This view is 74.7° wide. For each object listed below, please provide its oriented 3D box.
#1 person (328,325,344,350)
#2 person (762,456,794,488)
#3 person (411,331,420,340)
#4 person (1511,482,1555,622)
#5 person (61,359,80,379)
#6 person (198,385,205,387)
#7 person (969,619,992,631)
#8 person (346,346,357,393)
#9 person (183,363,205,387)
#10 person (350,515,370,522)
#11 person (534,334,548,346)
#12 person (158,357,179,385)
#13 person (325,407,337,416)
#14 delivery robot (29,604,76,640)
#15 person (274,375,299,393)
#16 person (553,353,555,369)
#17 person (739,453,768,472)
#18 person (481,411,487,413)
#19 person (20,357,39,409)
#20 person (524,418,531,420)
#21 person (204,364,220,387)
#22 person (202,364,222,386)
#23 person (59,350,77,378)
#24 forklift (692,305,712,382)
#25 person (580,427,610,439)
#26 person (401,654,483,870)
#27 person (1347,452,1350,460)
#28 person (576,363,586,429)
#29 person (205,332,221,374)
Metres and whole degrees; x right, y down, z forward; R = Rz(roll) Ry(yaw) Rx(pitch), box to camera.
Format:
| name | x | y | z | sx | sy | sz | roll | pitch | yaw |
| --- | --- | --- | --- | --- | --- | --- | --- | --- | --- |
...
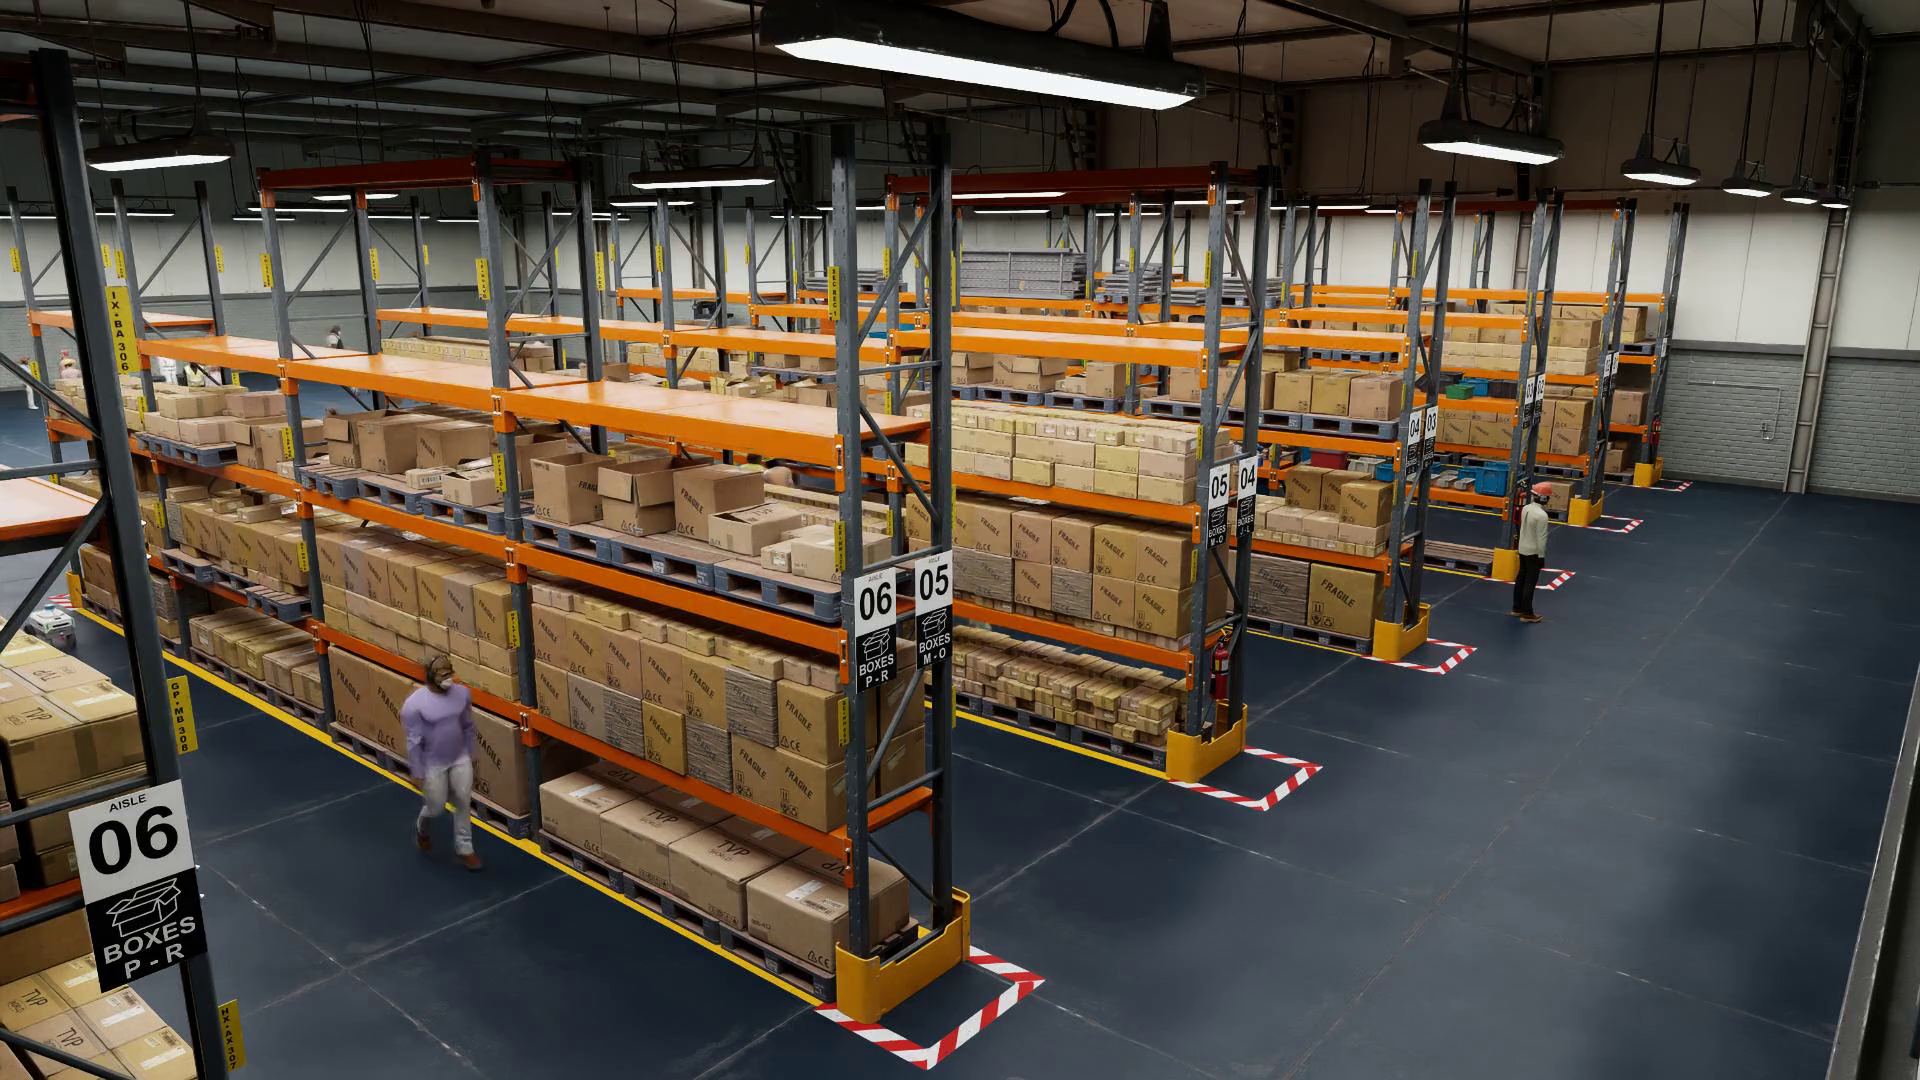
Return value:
| name | x | y | z | sx | sy | sz | roll | pitch | yaw |
| --- | --- | --- | --- | --- | --- | --- | --- | --- | --- |
| person | -24.200 | -7.304 | 48.513 | 1.025 | 2.000 | 0.693 | -2 | 14 | -10 |
| person | -3.021 | -0.584 | 21.115 | 0.652 | 1.889 | 0.570 | -9 | 17 | -34 |
| person | -21.707 | -7.543 | 50.331 | 0.499 | 1.594 | 0.846 | 1 | 14 | 5 |
| person | 8.132 | 0.158 | 17.843 | 0.406 | 1.987 | 0.615 | 0 | 14 | -1 |
| person | -26.665 | -4.557 | 37.764 | 0.880 | 1.718 | 0.552 | 7 | 16 | 28 |
| person | -19.035 | -3.070 | 31.784 | 0.563 | 1.691 | 0.449 | -1 | 14 | -5 |
| person | 0.371 | 0.500 | 16.780 | 0.646 | 1.806 | 0.884 | -11 | 17 | -38 |
| person | -20.873 | -5.833 | 43.256 | 0.498 | 1.616 | 0.466 | -11 | 18 | -39 |
| person | -22.634 | -4.509 | 37.389 | 0.649 | 1.811 | 0.775 | -10 | 17 | -35 |
| person | -11.383 | -1.240 | 23.676 | 0.403 | 1.943 | 0.616 | -8 | 16 | -31 |
| person | -15.340 | -6.705 | 46.452 | 0.765 | 1.799 | 0.588 | 7 | 15 | 28 |
| person | -25.988 | -5.491 | 41.320 | 0.552 | 1.868 | 0.584 | 5 | 15 | 20 |
| person | -13.996 | -2.168 | 28.174 | 0.518 | 1.622 | 0.511 | 7 | 15 | 27 |
| delivery robot | -12.143 | 1.101 | 16.838 | 0.707 | 0.478 | 0.477 | 11 | 17 | 37 |
| person | -23.422 | -5.951 | 43.625 | 0.737 | 1.672 | 0.534 | -2 | 14 | -9 |
| person | -11.766 | -4.474 | 36.797 | 0.390 | 2.034 | 0.605 | -3 | 14 | -12 |
| person | -3.537 | -0.658 | 21.618 | 0.657 | 1.802 | 0.799 | 1 | 14 | 4 |
| person | -12.242 | -3.384 | 32.511 | 0.548 | 1.938 | 0.358 | 12 | 18 | 41 |
| person | -29.171 | -4.918 | 39.449 | 0.366 | 1.633 | 0.530 | -5 | 14 | -18 |
| person | -12.262 | -4.037 | 35.441 | 0.517 | 1.829 | 0.746 | -5 | 14 | -18 |
| person | -20.553 | -3.884 | 34.654 | 0.519 | 1.893 | 0.674 | -6 | 15 | -25 |
| person | -21.334 | -4.173 | 35.997 | 0.512 | 1.820 | 0.949 | -6 | 15 | -22 |
| person | -27.554 | -4.927 | 38.926 | 0.404 | 1.904 | 0.651 | -1 | 14 | -4 |
| forklift | -9.511 | -7.392 | 47.124 | 1.873 | 2.768 | 1.129 | 11 | 17 | 38 |
| person | -7.393 | -1.697 | 25.484 | 0.623 | 1.977 | 1.053 | -8 | 16 | -29 |
| person | -4.455 | 1.891 | 10.832 | 0.664 | 1.924 | 0.642 | 10 | 17 | 36 |
| person | 7.700 | -1.711 | 25.647 | 1.024 | 1.955 | 0.632 | 11 | 17 | 37 |
| person | -10.453 | -4.027 | 35.319 | 0.998 | 1.850 | 0.676 | 6 | 15 | 22 |
| person | -28.868 | -7.276 | 48.611 | 0.397 | 1.902 | 0.687 | 2 | 14 | 9 |
